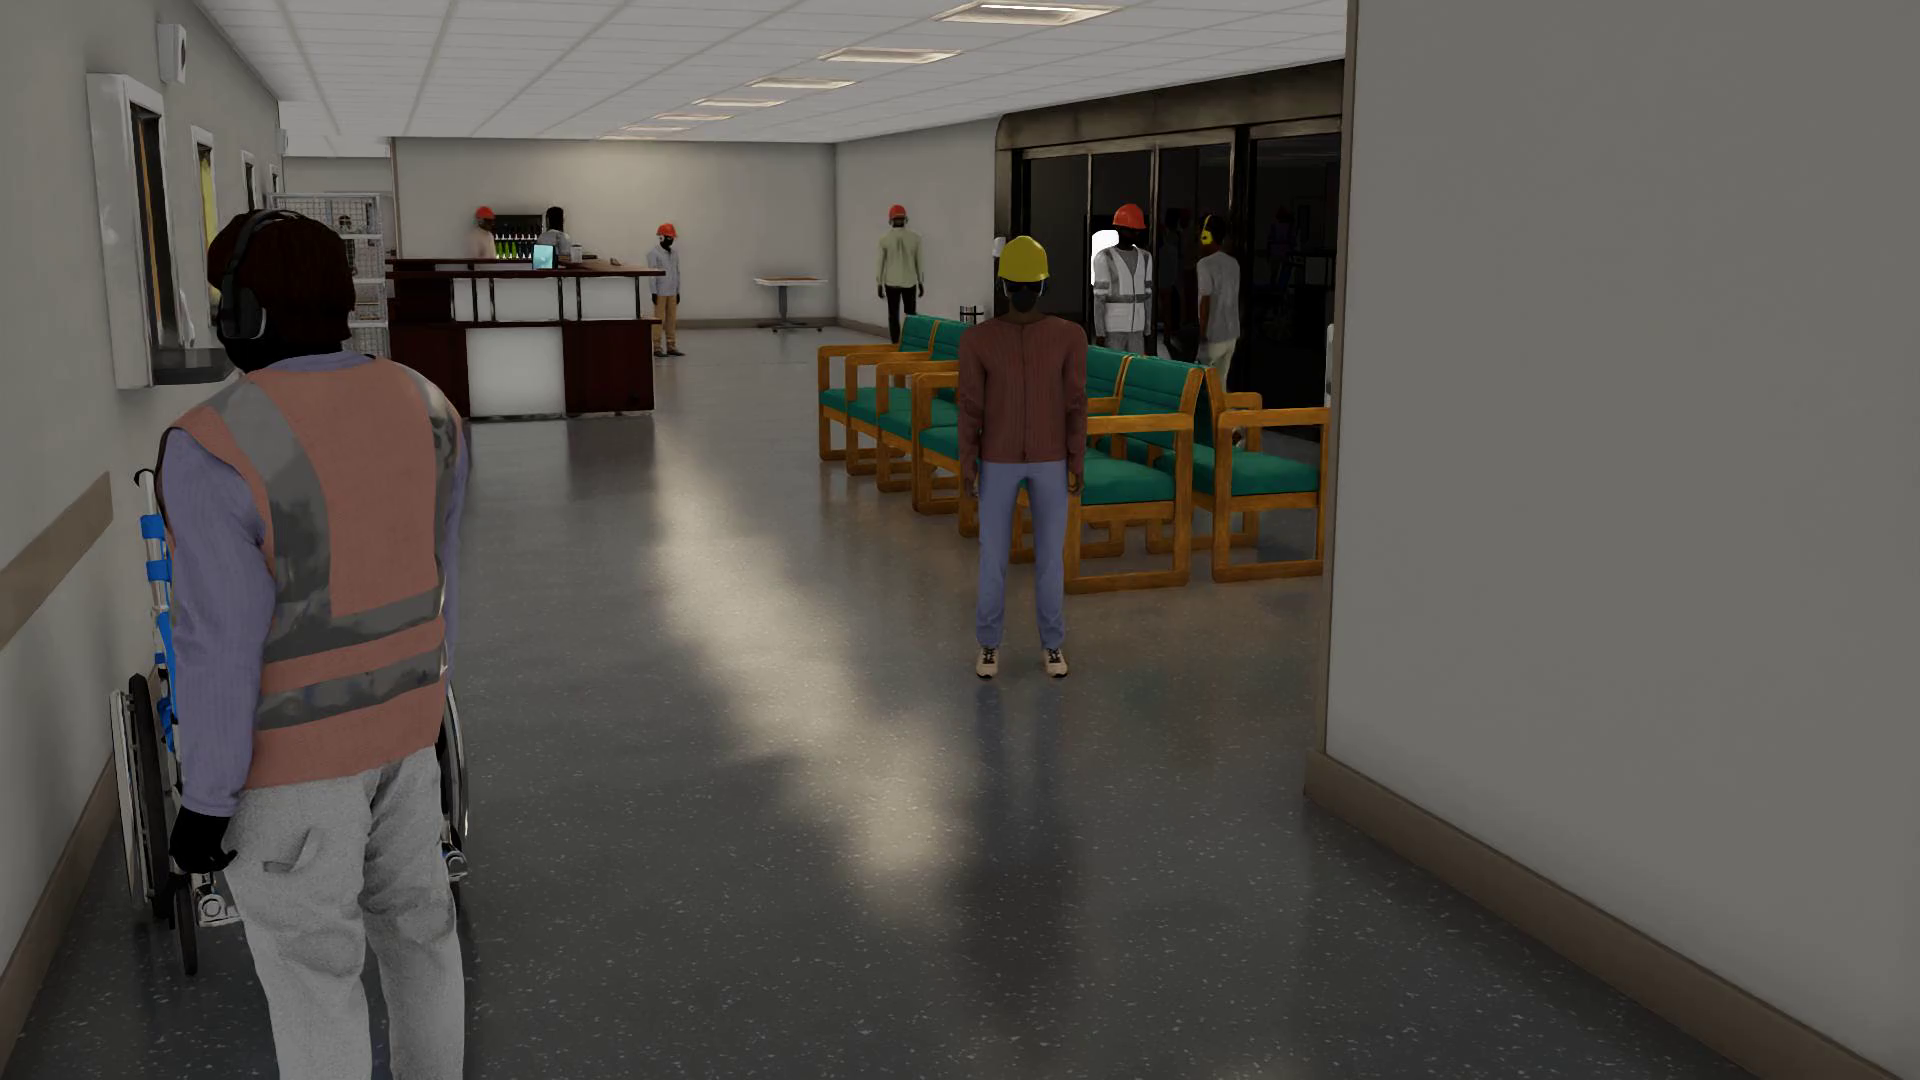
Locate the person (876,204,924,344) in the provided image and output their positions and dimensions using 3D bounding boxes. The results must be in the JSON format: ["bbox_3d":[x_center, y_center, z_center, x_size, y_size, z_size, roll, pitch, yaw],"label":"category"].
[{"bbox_3d":[-0.782,-3.354,21.609,0.634,1.978,0.464,-1,11,-6],"label":"person"}]

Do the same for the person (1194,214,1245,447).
[{"bbox_3d":[1.876,-1.446,12.172,0.449,1.843,0.576,9,14,39],"label":"person"}]

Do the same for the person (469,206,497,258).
[{"bbox_3d":[-6.858,-3.855,24.200,0.610,1.969,0.643,3,11,15],"label":"person"}]

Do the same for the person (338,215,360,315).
[{"bbox_3d":[-11.251,-5.021,30.506,0.345,1.847,0.506,4,12,18],"label":"person"}]

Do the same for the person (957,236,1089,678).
[{"bbox_3d":[0.249,-0.312,6.581,0.518,1.756,0.344,-1,11,-6],"label":"person"}]

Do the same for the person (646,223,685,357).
[{"bbox_3d":[-3.835,-3.260,21.739,0.351,1.743,0.564,7,13,32],"label":"person"}]

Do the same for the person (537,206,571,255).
[{"bbox_3d":[-5.596,-3.651,23.166,0.607,1.966,0.367,7,13,32],"label":"person"}]

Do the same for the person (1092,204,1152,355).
[{"bbox_3d":[1.317,-1.703,13.279,0.546,1.928,0.388,-6,13,-29],"label":"person"}]

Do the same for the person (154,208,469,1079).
[{"bbox_3d":[-1.131,0.357,2.926,0.430,1.845,0.619,5,12,22],"label":"person"}]
